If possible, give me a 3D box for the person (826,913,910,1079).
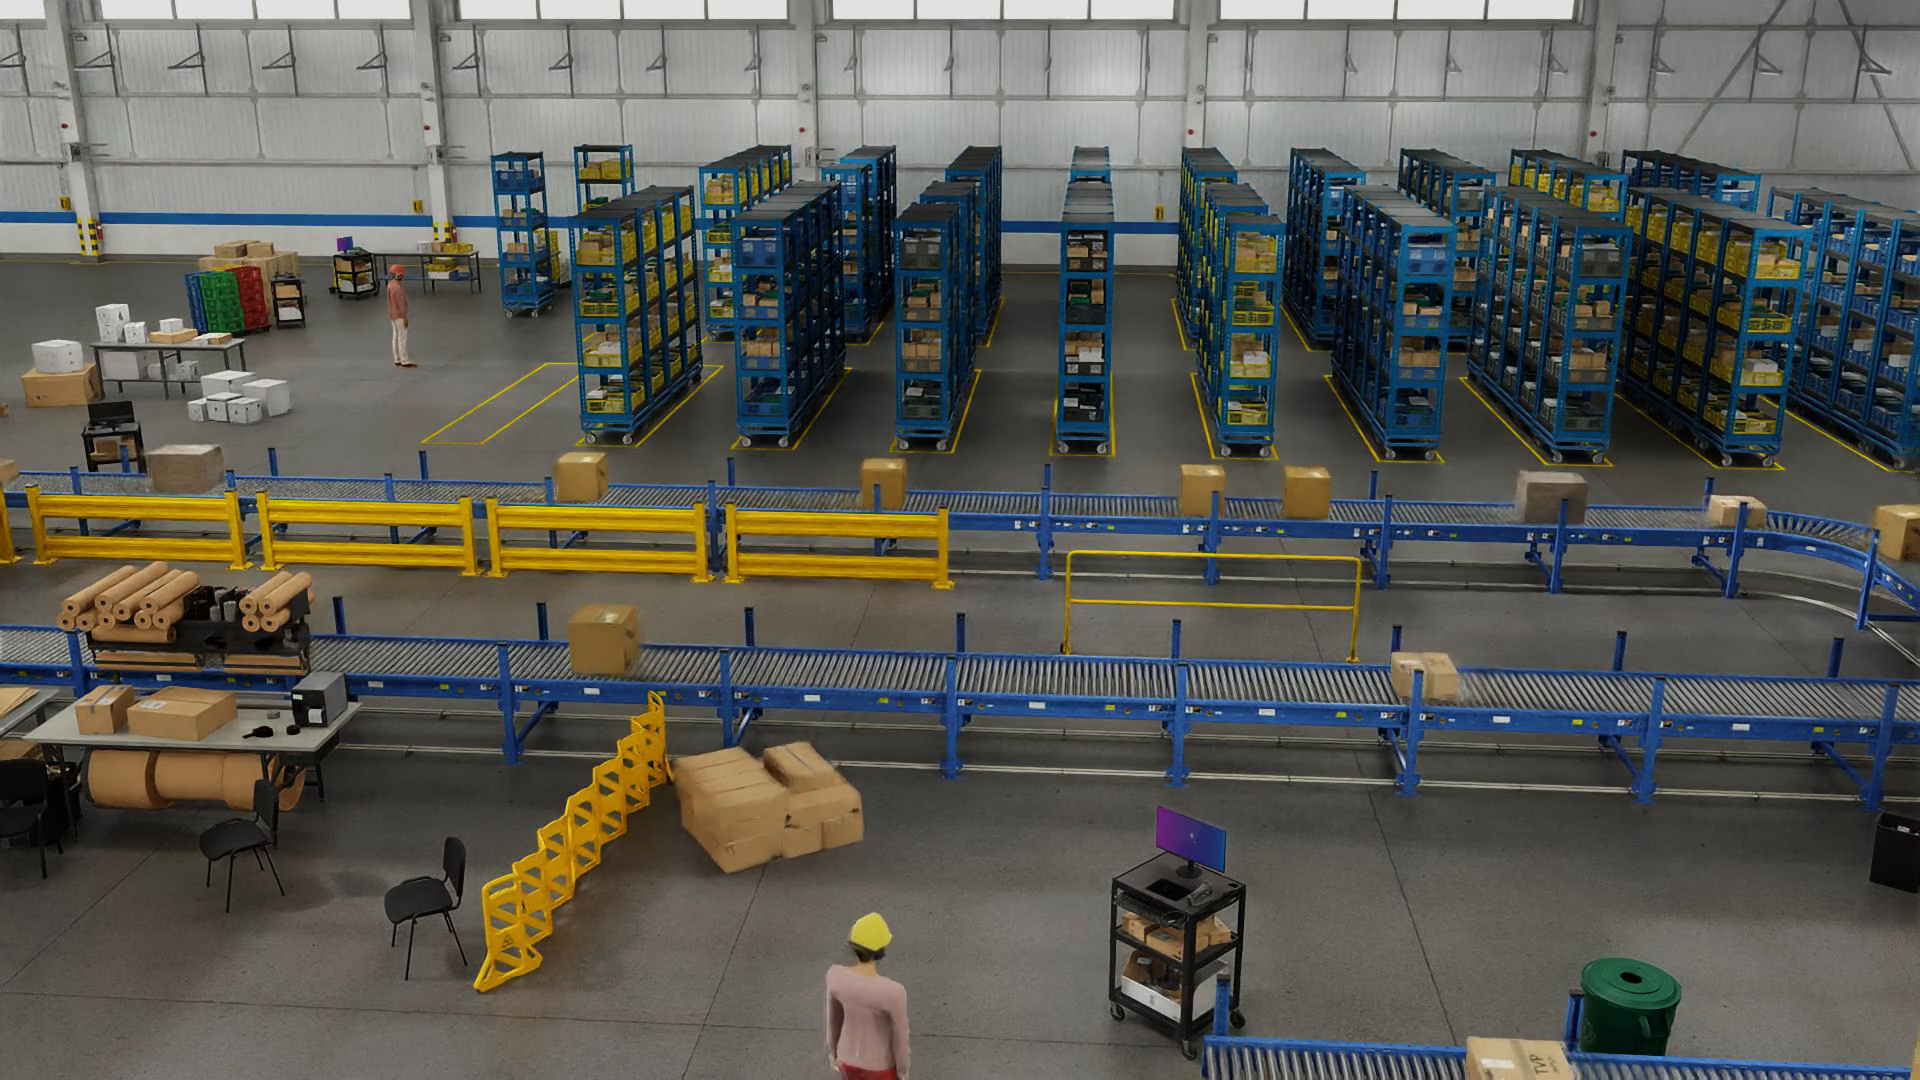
[{"bbox_3d":[-0.548,2.943,9.376,0.531,1.748,0.704,9,20,27],"label":"person"}]

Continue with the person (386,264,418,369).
[{"bbox_3d":[-10.742,-4.283,31.882,0.375,1.997,0.610,-14,22,-38],"label":"person"}]
